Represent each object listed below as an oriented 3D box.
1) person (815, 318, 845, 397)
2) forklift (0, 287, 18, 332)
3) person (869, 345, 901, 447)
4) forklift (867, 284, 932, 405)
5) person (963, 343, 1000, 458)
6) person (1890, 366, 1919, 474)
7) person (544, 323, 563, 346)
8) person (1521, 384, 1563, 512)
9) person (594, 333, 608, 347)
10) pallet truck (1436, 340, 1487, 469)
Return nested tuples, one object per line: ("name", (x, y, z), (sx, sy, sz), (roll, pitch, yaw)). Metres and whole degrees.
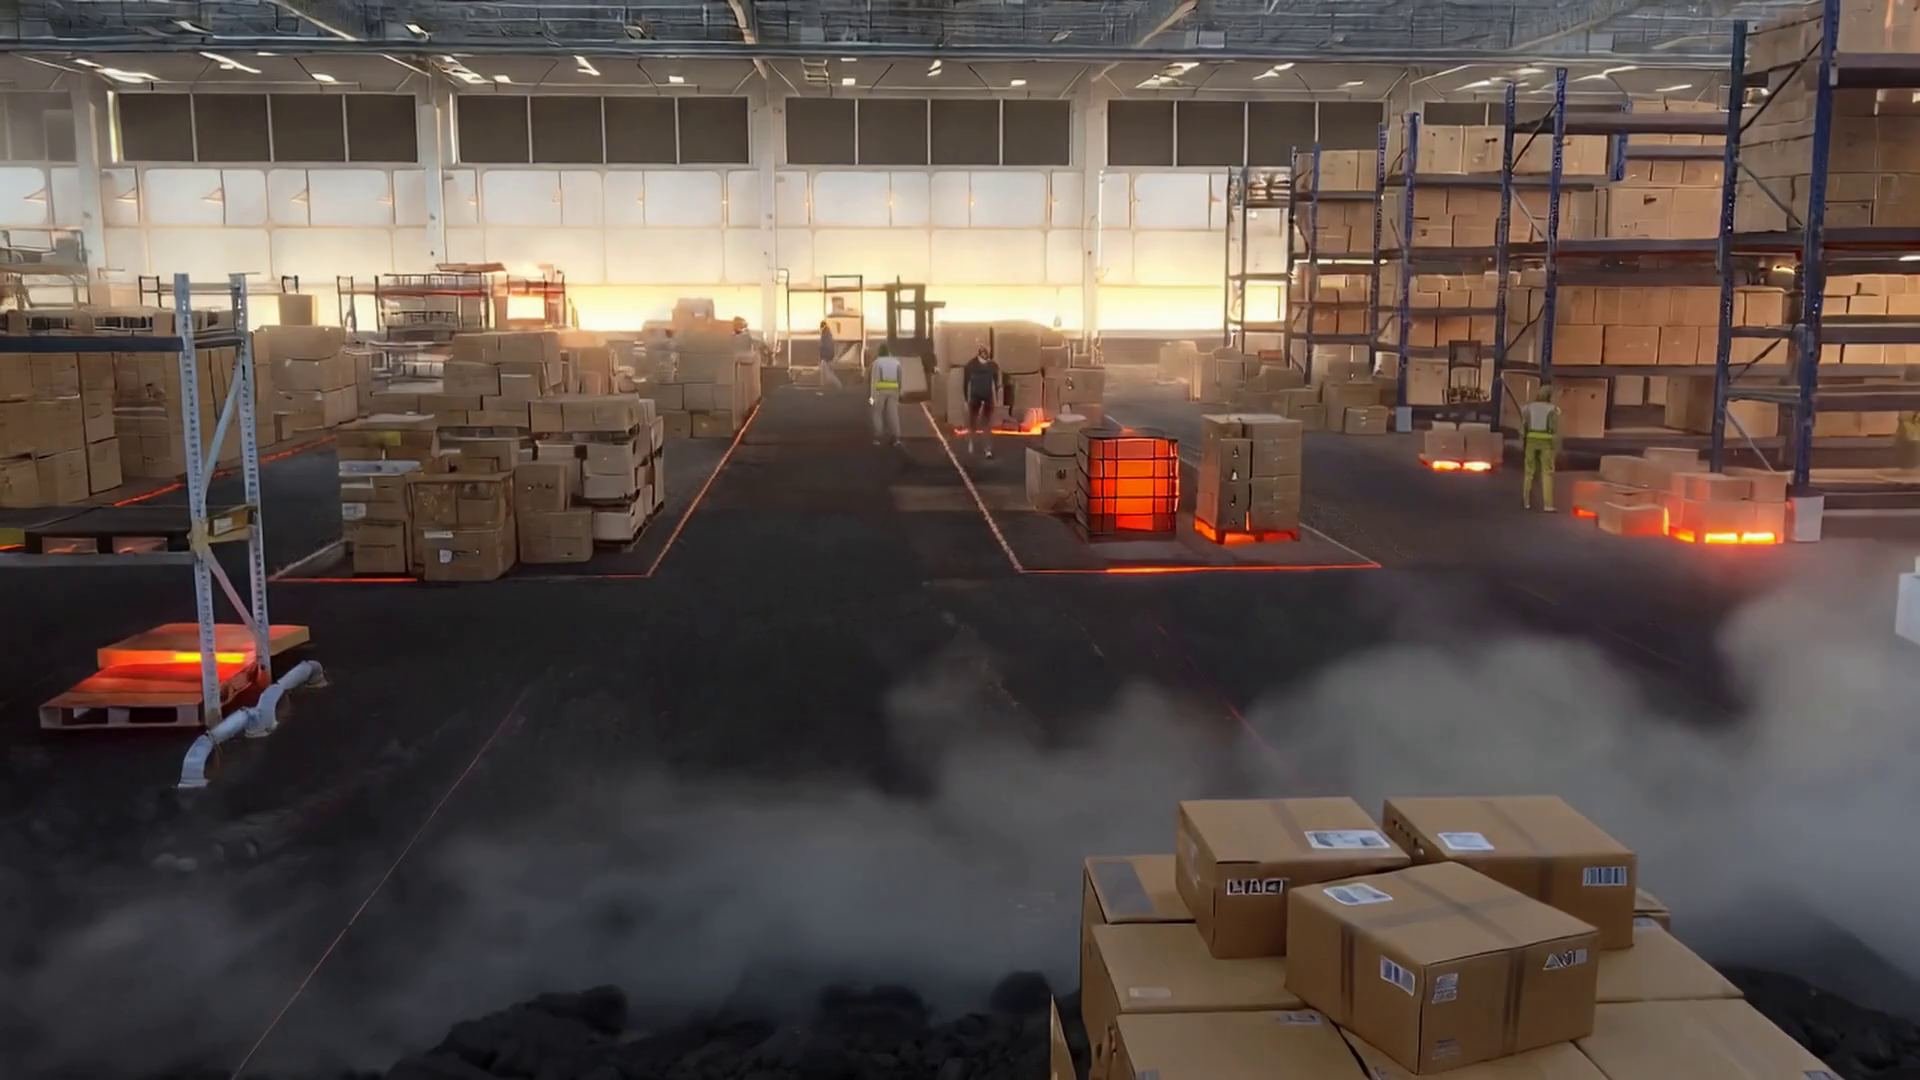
("person", (-3.264, -4.529, 41.279), (0.650, 1.981, 0.628), (4, 10, 21))
("forklift", (-16.254, -2.887, 28.159), (1.873, 2.768, 1.129), (-1, 9, -4))
("person", (-1.339, -2.537, 29.417), (0.653, 1.785, 0.949), (-5, 10, -28))
("forklift", (-1.287, -4.616, 39.014), (1.129, 2.768, 1.873), (5, 10, 29))
("person", (0.338, -2.356, 27.887), (0.635, 1.912, 0.867), (-2, 9, -12))
("person", (14.078, -1.737, 24.661), (0.389, 1.688, 0.537), (0, 9, -3))
("person", (-9.558, -4.185, 39.346), (0.545, 1.914, 0.694), (5, 11, 31))
("person", (7.424, -1.168, 21.246), (0.511, 1.641, 0.307), (6, 11, 34))
("person", (-8.462, -4.086, 39.481), (0.777, 1.650, 0.549), (-7, 11, -36))
("pallet truck", (8.004, -2.170, 26.422), (0.823, 1.965, 1.885), (2, 9, 14))
